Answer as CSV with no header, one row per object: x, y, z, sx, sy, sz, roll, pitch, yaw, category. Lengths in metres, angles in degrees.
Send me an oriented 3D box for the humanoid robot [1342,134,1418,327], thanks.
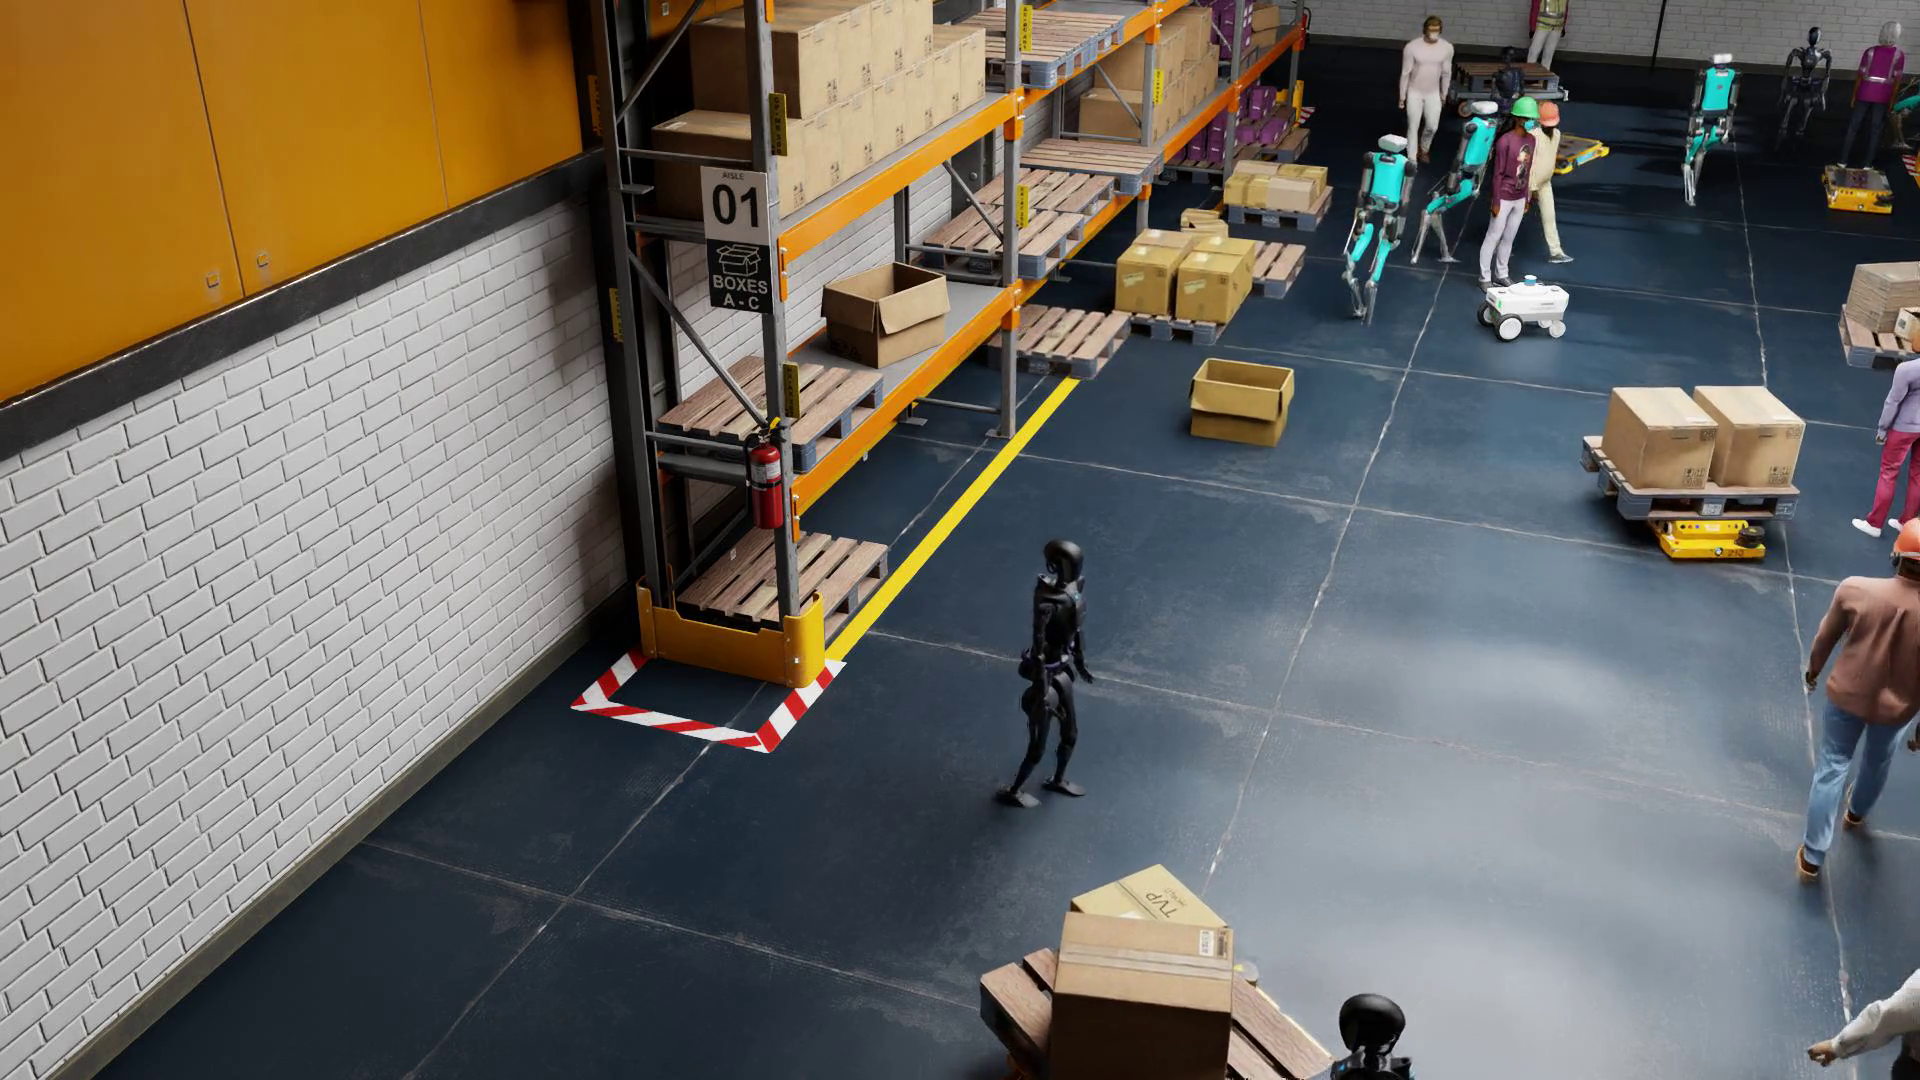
3.892,-2.844,15.794,0.539,1.897,0.732,19,33,33,humanoid robot

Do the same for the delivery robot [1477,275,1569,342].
5.328,-2.198,15.697,0.782,0.589,0.499,-3,27,-5,delivery robot

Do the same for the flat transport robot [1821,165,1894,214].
10.721,-4.198,19.893,0.659,0.231,1.431,10,29,19,flat transport robot

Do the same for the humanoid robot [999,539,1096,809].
0.459,0.712,8.865,0.445,1.657,0.584,13,30,23,humanoid robot

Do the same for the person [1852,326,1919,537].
6.739,-0.780,11.781,0.498,1.629,0.288,-2,27,-4,person

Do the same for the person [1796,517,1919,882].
4.647,0.747,8.467,0.628,1.950,0.988,14,31,26,person

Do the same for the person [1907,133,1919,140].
13.179,-6.204,22.223,0.704,1.712,0.375,-13,30,-24,person

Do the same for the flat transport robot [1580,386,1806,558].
5.314,-0.269,12.273,0.659,0.231,1.431,0,27,0,flat transport robot

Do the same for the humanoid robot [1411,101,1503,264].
5.114,-3.742,17.414,0.599,1.781,0.863,-17,32,-30,humanoid robot

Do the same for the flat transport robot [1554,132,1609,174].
7.748,-4.971,21.394,0.659,0.231,1.431,22,35,36,flat transport robot

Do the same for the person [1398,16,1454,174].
5.759,-5.528,20.668,0.631,1.923,0.457,3,27,5,person

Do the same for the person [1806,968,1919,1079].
3.658,1.985,6.338,0.692,1.705,0.900,-8,28,-15,person

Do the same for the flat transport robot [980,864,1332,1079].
0.863,2.315,7.261,1.431,0.231,0.659,-15,31,-27,flat transport robot

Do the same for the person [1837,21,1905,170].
11.415,-5.530,20.780,0.511,1.834,0.367,17,32,30,person

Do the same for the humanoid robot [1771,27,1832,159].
10.804,-5.716,21.304,0.587,1.657,0.345,11,29,20,humanoid robot

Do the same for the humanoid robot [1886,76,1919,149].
12.408,-5.847,21.603,0.778,1.881,0.530,10,29,19,humanoid robot

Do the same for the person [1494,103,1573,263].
6.082,-3.754,17.482,0.563,1.685,0.901,-16,31,-28,person

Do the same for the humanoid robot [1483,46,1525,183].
6.635,-5.169,20.263,0.611,1.634,0.539,-14,30,-25,humanoid robot

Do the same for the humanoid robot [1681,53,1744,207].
8.759,-4.882,19.649,0.540,1.809,0.857,2,27,4,humanoid robot

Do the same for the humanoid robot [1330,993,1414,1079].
1.422,2.267,5.827,0.342,1.648,0.590,6,28,11,humanoid robot

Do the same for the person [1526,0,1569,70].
8.810,-7.665,24.905,0.624,1.840,0.430,-7,28,-13,person

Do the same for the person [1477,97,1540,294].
5.467,-3.439,16.588,0.491,1.952,0.422,-15,31,-27,person
